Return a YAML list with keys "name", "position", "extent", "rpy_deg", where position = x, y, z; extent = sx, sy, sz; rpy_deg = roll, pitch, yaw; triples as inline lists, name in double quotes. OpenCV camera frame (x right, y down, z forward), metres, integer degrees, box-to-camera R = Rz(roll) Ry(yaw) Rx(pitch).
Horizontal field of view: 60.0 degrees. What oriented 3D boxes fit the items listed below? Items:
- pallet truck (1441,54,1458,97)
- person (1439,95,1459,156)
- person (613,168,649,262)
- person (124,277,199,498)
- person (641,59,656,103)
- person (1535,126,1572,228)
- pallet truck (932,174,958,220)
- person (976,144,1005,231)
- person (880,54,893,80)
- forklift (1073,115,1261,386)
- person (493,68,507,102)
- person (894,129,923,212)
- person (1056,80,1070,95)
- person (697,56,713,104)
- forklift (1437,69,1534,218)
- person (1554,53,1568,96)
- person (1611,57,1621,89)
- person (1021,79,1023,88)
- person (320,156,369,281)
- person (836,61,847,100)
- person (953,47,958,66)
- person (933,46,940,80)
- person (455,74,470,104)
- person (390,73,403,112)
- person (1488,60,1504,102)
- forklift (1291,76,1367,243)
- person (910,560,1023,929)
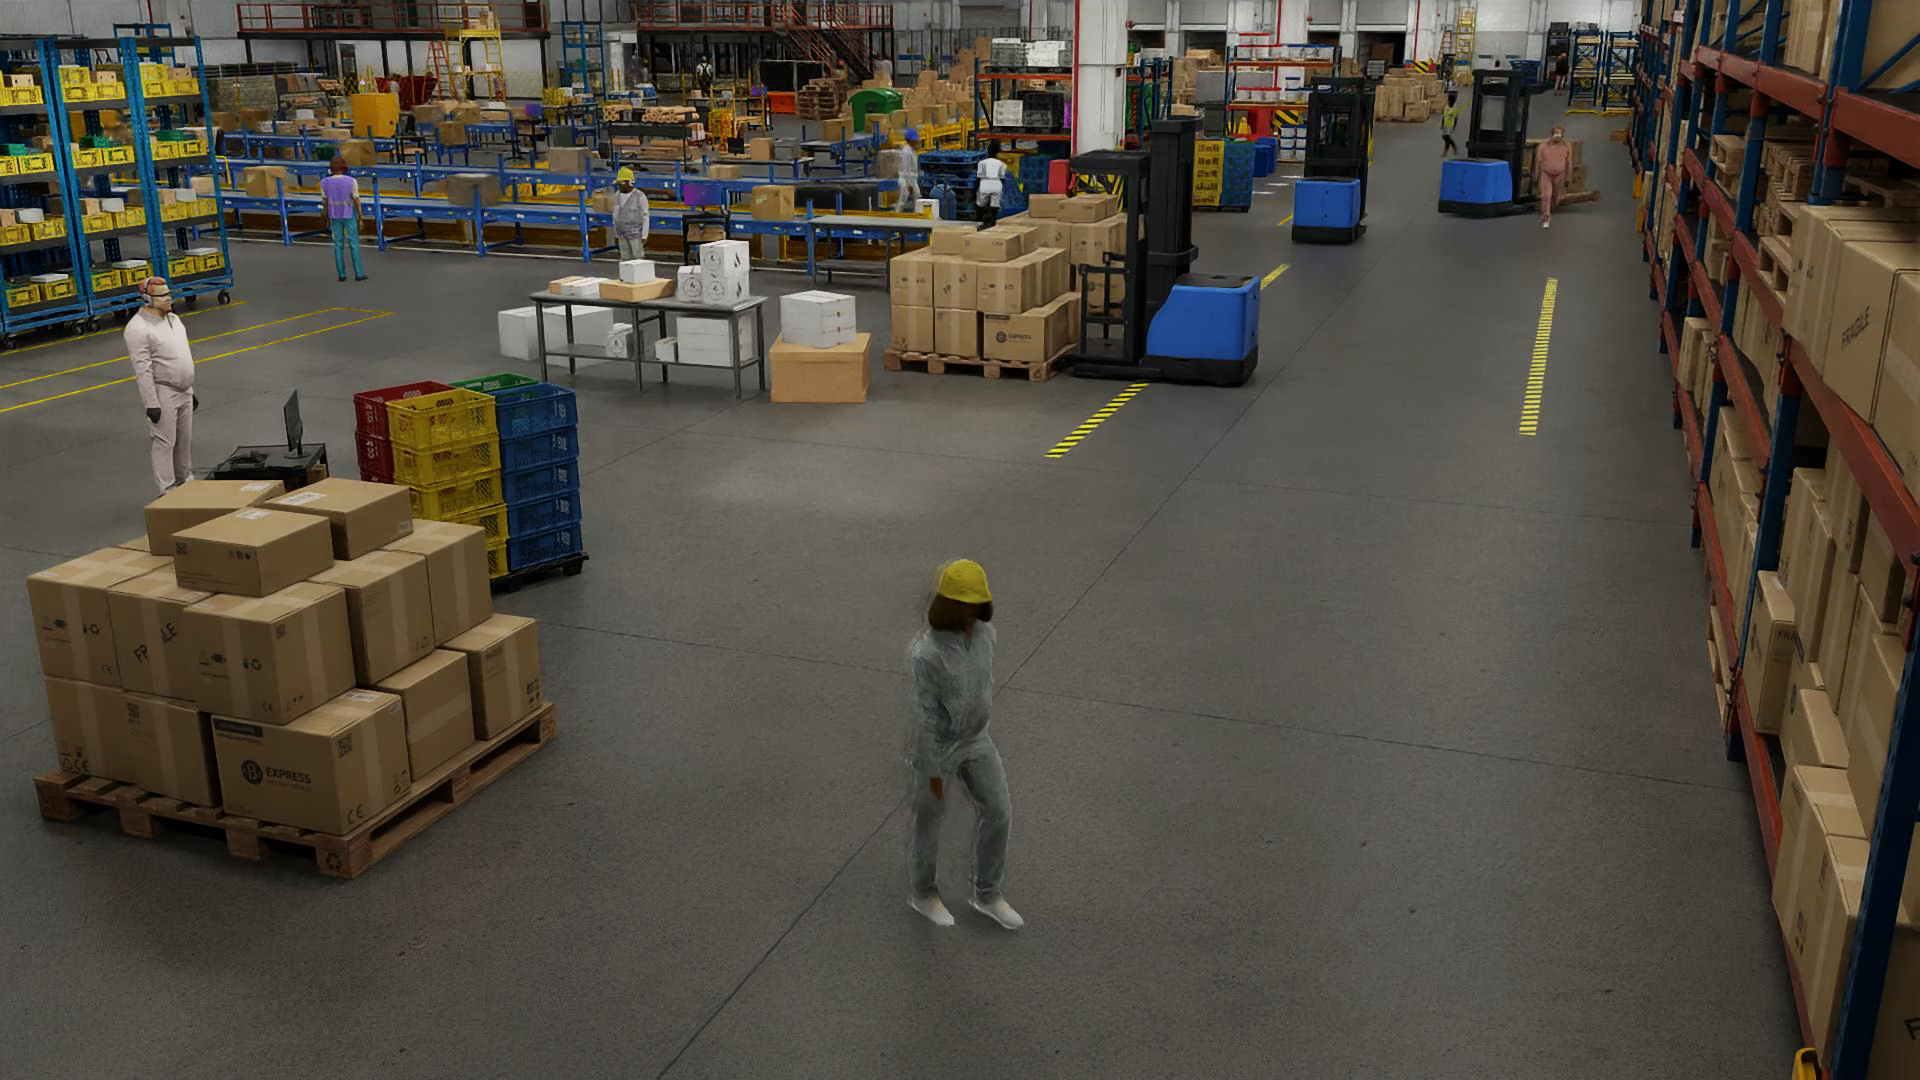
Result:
- name: "pallet truck"
  position: [22.765, -21.886, 78.355]
  extent: [0.823, 1.965, 1.885]
  rpy_deg: [-4, 18, -14]
- name: "person"
  position: [13.740, -11.600, 46.533]
  extent: [0.639, 1.682, 0.538]
  rpy_deg: [-7, 19, -22]
- name: "person"
  position: [-4.637, -4.302, 23.372]
  extent: [0.594, 1.832, 0.403]
  rpy_deg: [10, 20, 29]
- name: "person"
  position: [-6.359, -1.165, 13.396]
  extent: [0.410, 1.909, 0.643]
  rpy_deg: [1, 18, 4]
- name: "person"
  position: [-13.964, -20.290, 73.512]
  extent: [0.886, 1.900, 0.594]
  rpy_deg: [2, 18, 6]
- name: "person"
  position: [11.136, -6.840, 31.279]
  extent: [0.652, 1.884, 0.797]
  rpy_deg: [2, 18, 6]
- name: "pallet truck"
  position: [-0.507, -5.292, 27.348]
  extent: [0.653, 1.274, 1.630]
  rpy_deg: [6, 19, 19]
- name: "person"
  position: [0.545, -6.259, 29.826]
  extent: [0.540, 1.640, 0.759]
  rpy_deg: [-2, 18, -5]
- name: "person"
  position: [-3.513, -22.304, 79.797]
  extent: [0.651, 1.912, 0.765]
  rpy_deg: [2, 18, 7]
- name: "forklift"
  position: [2.324, -3.211, 18.243]
  extent: [1.873, 2.768, 1.129]
  rpy_deg: [6, 19, 19]
- name: "person"
  position: [-18.128, -17.711, 65.630]
  extent: [0.518, 1.756, 0.348]
  rpy_deg: [-2, 18, -6]
- name: "person"
  position: [-0.839, -6.479, 30.125]
  extent: [0.997, 1.883, 0.617]
  rpy_deg: [4, 18, 11]
- name: "person"
  position: [4.835, -22.005, 79.002]
  extent: [0.941, 1.836, 0.529]
  rpy_deg: [1, 18, 5]
- name: "person"
  position: [-11.187, -20.187, 72.946]
  extent: [0.688, 2.000, 0.536]
  rpy_deg: [-3, 18, -10]
- name: "forklift"
  position: [10.505, -7.884, 32.928]
  extent: [1.873, 2.768, 1.129]
  rpy_deg: [-16, 23, -40]
- name: "person"
  position: [28.819, -22.314, 79.704]
  extent: [0.623, 1.993, 0.384]
  rpy_deg: [-3, 18, -9]
- name: "person"
  position: [31.447, -22.298, 79.860]
  extent: [0.599, 1.863, 0.590]
  rpy_deg: [4, 18, 11]
- name: "person"
  position: [2.525, -19.963, 72.292]
  extent: [0.394, 2.026, 0.649]
  rpy_deg: [13, 22, 36]
- name: "person"
  position: [-9.240, -4.801, 24.916]
  extent: [0.563, 1.847, 0.389]
  rpy_deg: [0, 18, -1]
- name: "person"
  position: [-4.995, -19.139, 69.861]
  extent: [0.548, 1.919, 0.717]
  rpy_deg: [-12, 21, -33]
- name: "person"
  position: [-0.167, -26.358, 92.413]
  extent: [0.622, 1.992, 0.387]
  rpy_deg: [9, 20, 27]
- name: "person"
  position: [-1.371, -27.873, 97.249]
  extent: [0.391, 1.948, 0.605]
  rpy_deg: [13, 22, 36]
- name: "person"
  position: [-19.620, -17.721, 65.551]
  extent: [0.973, 1.835, 0.596]
  rpy_deg: [8, 19, 22]
- name: "person"
  position: [-19.831, -15.441, 58.381]
  extent: [0.674, 1.831, 0.381]
  rpy_deg: [15, 23, 40]
- name: "person"
  position: [23.932, -20.509, 74.297]
  extent: [0.653, 1.827, 0.438]
  rpy_deg: [2, 18, 6]
- name: "forklift"
  position: [6.598, -6.755, 29.381]
  extent: [1.129, 2.768, 1.873]
  rpy_deg: [6, 19, 19]
- name: "person"
  position: [0.014, 0.913, 7.173]
  extent: [0.499, 1.725, 0.647]
  rpy_deg: [-15, 23, -39]
